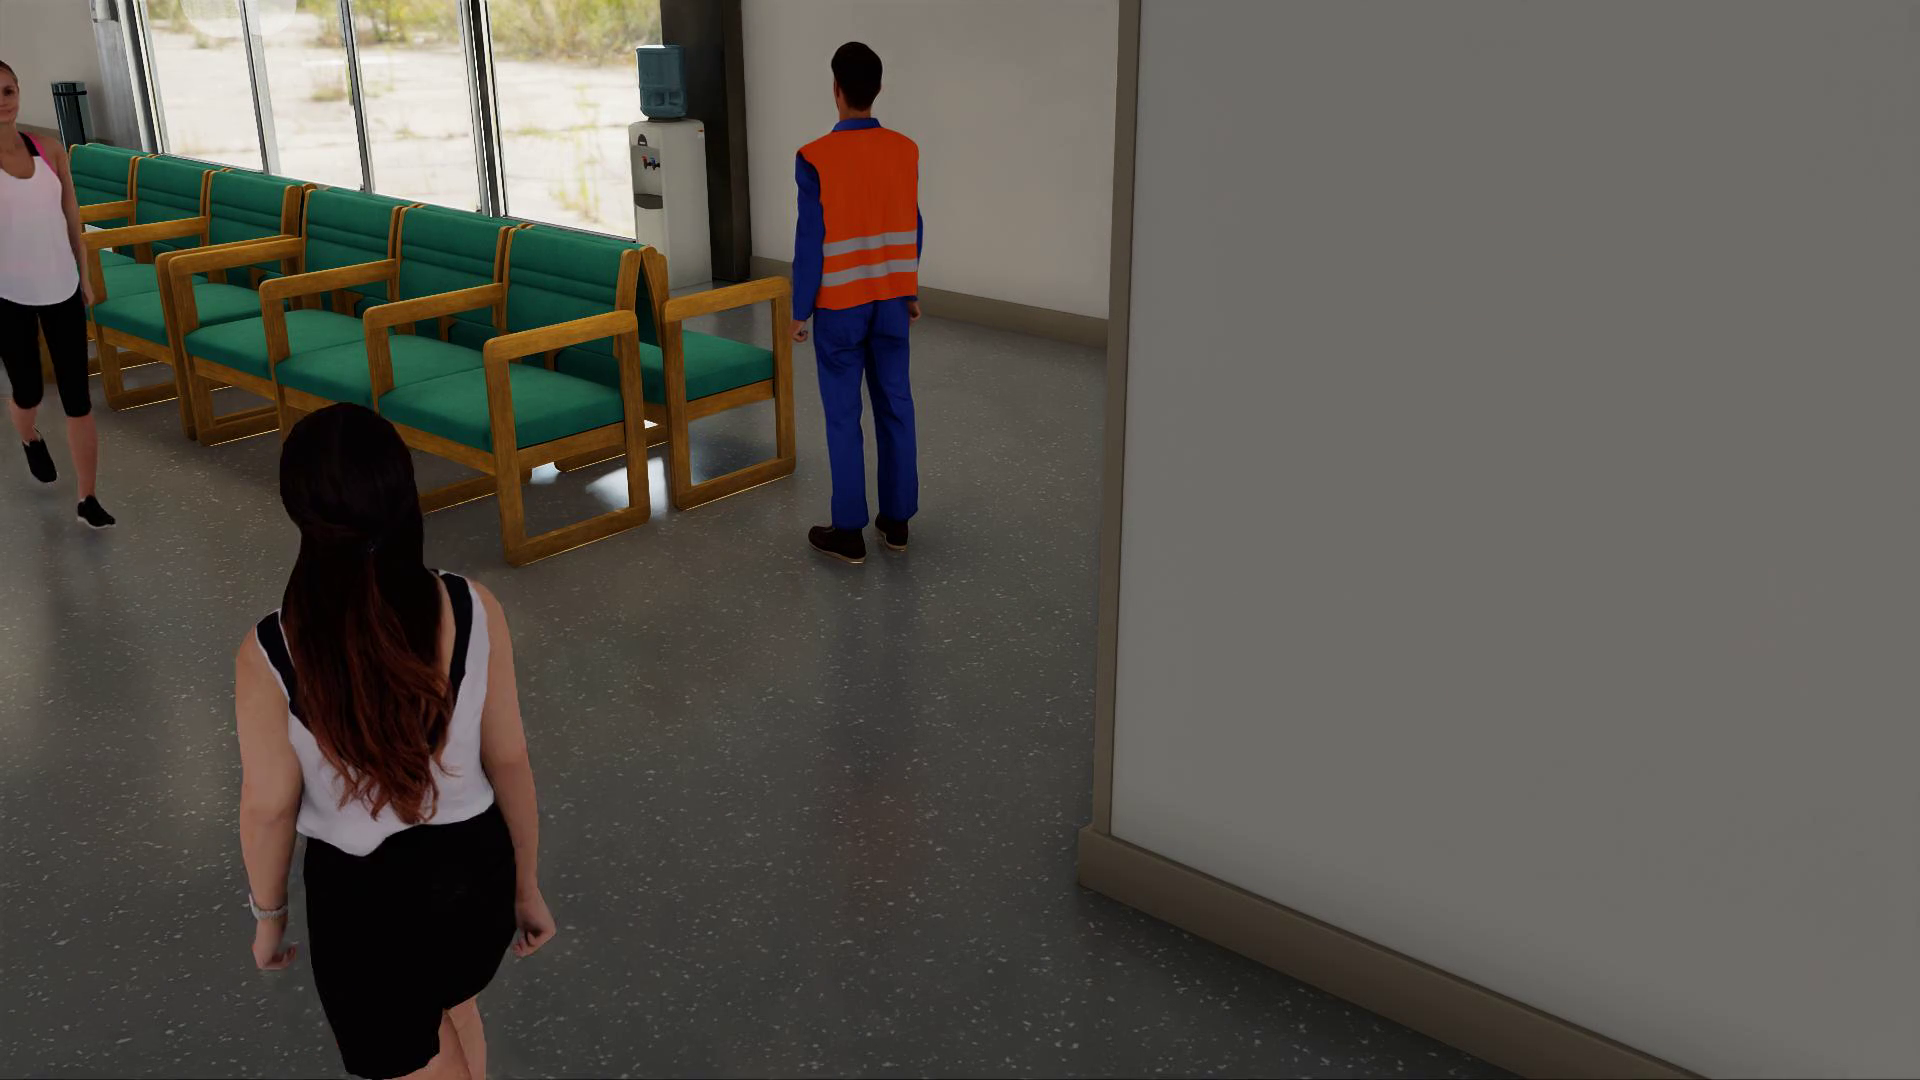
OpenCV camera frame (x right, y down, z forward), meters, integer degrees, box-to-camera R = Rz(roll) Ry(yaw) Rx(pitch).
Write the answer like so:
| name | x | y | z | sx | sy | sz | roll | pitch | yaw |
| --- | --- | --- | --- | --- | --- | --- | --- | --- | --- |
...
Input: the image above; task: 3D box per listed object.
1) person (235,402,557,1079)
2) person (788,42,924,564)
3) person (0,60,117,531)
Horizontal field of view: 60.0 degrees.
| name | x | y | z | sx | sy | sz | roll | pitch | yaw |
| --- | --- | --- | --- | --- | --- | --- | --- | --- | --- |
| person | -0.784 | 0.626 | 2.497 | 0.821 | 1.626 | 0.700 | -18 | 27 | -39 |
| person | -0.365 | -0.847 | 6.050 | 0.646 | 1.864 | 0.820 | -13 | 24 | -31 |
| person | -3.609 | -0.935 | 6.432 | 1.094 | 1.759 | 0.790 | -17 | 27 | -38 |
